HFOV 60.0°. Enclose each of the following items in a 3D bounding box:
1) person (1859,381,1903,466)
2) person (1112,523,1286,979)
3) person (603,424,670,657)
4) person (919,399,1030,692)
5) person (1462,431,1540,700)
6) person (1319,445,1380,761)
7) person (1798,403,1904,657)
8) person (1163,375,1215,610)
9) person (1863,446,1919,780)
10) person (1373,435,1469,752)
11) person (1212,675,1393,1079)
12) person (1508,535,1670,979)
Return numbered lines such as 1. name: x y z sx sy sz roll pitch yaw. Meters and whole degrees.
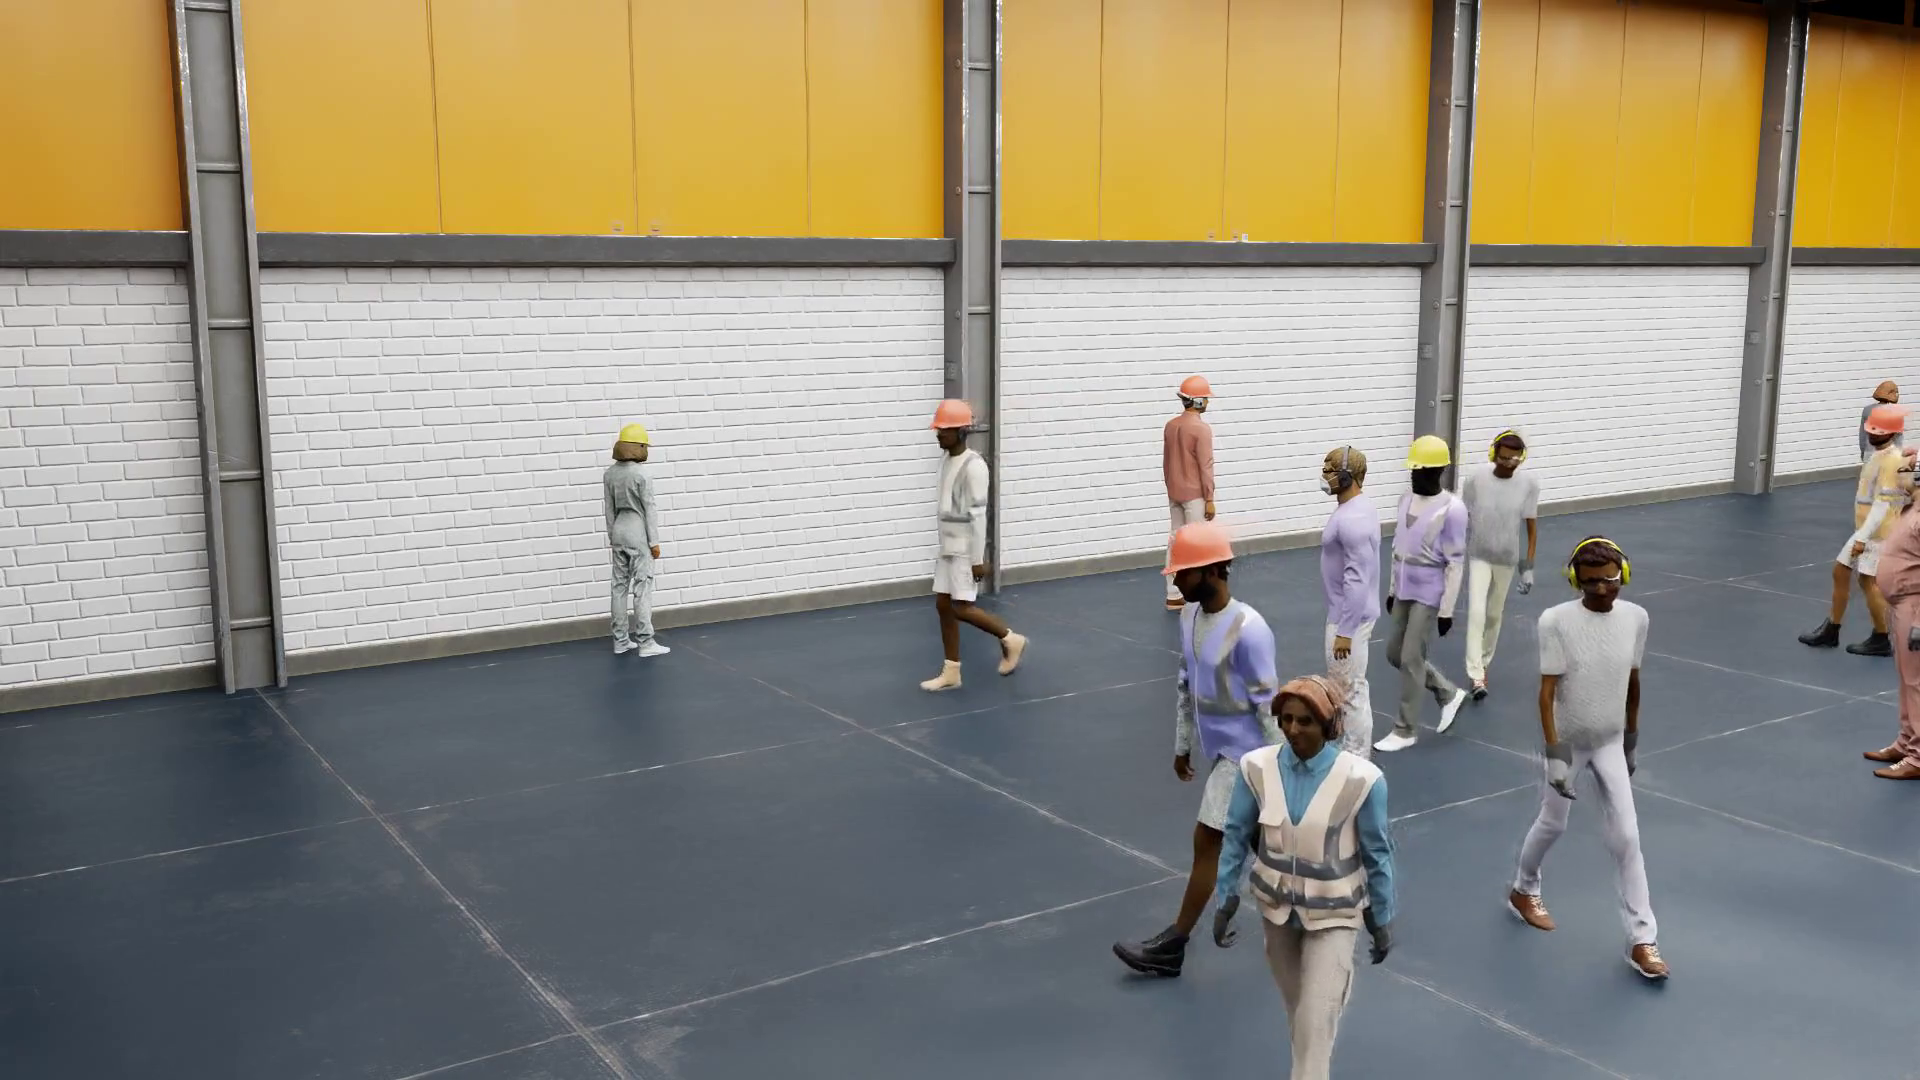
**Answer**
1. person: 10.217 -0.951 18.462 0.266 1.631 0.507 -4 10 -21
2. person: 1.135 0.855 6.864 1.020 1.877 0.590 -3 10 -19
3. person: -2.425 0.000 12.427 0.484 1.735 0.311 6 11 32
4. person: 0.077 0.039 11.360 0.688 2.025 0.605 -4 10 -24
5. person: 3.563 0.168 11.179 0.584 1.809 0.956 2 10 12
6. person: 2.129 0.443 9.147 0.355 1.937 0.634 2 10 13
7. person: 6.650 -0.076 12.385 0.732 1.899 0.570 3 10 19
8. person: 1.935 -0.374 13.893 0.379 1.996 0.609 -5 11 -28
9. person: 5.414 0.411 9.450 0.399 1.903 0.643 4 10 23
10. person: 2.796 0.312 10.018 0.695 1.908 0.635 -3 10 -19
11. person: 1.058 1.238 5.329 0.547 1.601 0.786 7 12 35
12. person: 2.652 0.863 7.020 0.504 1.813 0.918 -1 9 -5
